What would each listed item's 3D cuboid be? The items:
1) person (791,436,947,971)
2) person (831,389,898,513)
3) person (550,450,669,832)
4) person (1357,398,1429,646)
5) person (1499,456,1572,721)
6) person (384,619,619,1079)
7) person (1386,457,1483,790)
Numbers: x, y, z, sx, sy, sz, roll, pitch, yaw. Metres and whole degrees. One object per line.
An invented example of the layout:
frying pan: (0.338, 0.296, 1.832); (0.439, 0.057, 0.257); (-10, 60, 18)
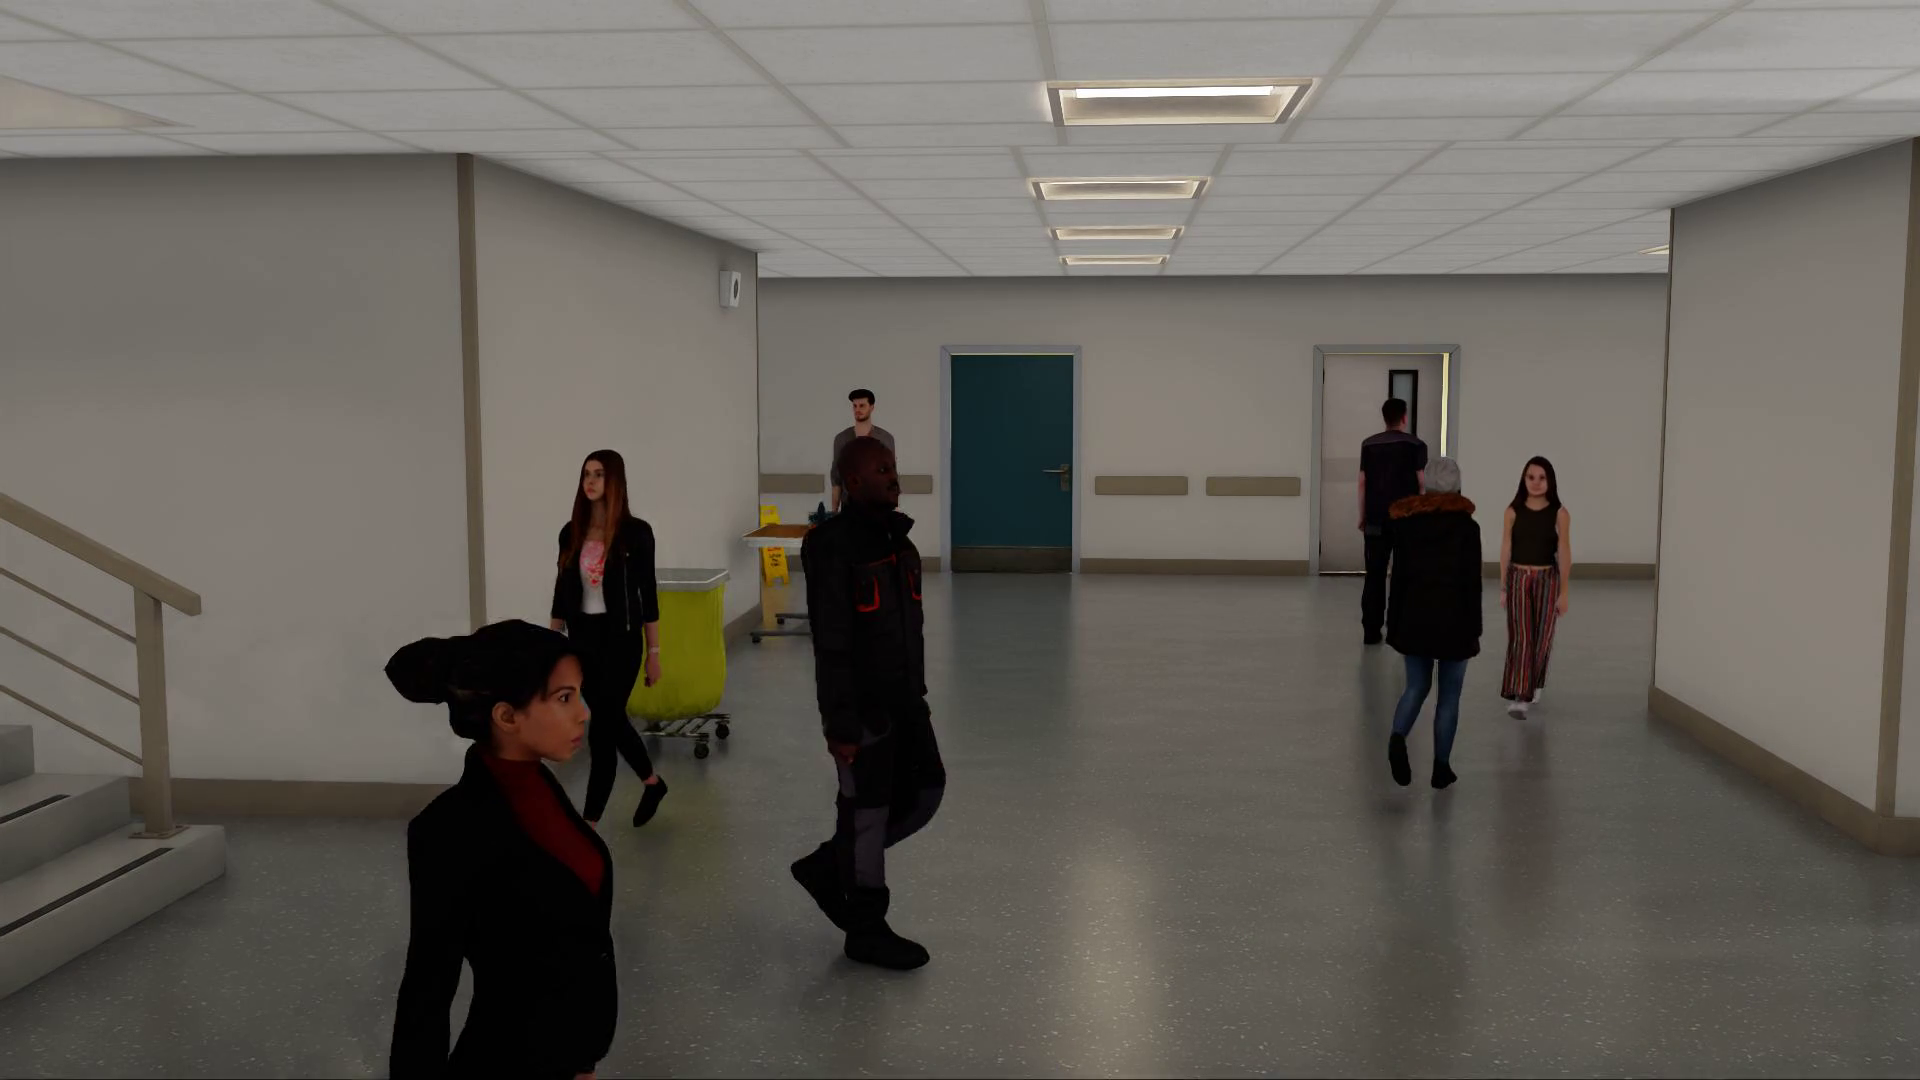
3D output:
person: (-0.388, 0.547, 5.766); (0.967, 1.813, 0.885); (3, 6, 28)
person: (-0.763, -0.257, 13.305); (0.509, 1.903, 0.771); (1, 6, 9)
person: (-1.465, 0.479, 7.120); (1.164, 1.677, 0.895); (2, 6, 20)
person: (3.231, -0.139, 12.420); (0.747, 1.845, 0.873); (4, 7, 38)
person: (3.392, 0.294, 9.806); (1.130, 1.507, 0.871); (3, 6, 24)
person: (-0.821, 0.961, 2.751); (1.007, 1.591, 0.565); (1, 6, 6)
person: (2.256, 0.423, 7.966); (0.955, 1.620, 0.933); (4, 7, 33)
